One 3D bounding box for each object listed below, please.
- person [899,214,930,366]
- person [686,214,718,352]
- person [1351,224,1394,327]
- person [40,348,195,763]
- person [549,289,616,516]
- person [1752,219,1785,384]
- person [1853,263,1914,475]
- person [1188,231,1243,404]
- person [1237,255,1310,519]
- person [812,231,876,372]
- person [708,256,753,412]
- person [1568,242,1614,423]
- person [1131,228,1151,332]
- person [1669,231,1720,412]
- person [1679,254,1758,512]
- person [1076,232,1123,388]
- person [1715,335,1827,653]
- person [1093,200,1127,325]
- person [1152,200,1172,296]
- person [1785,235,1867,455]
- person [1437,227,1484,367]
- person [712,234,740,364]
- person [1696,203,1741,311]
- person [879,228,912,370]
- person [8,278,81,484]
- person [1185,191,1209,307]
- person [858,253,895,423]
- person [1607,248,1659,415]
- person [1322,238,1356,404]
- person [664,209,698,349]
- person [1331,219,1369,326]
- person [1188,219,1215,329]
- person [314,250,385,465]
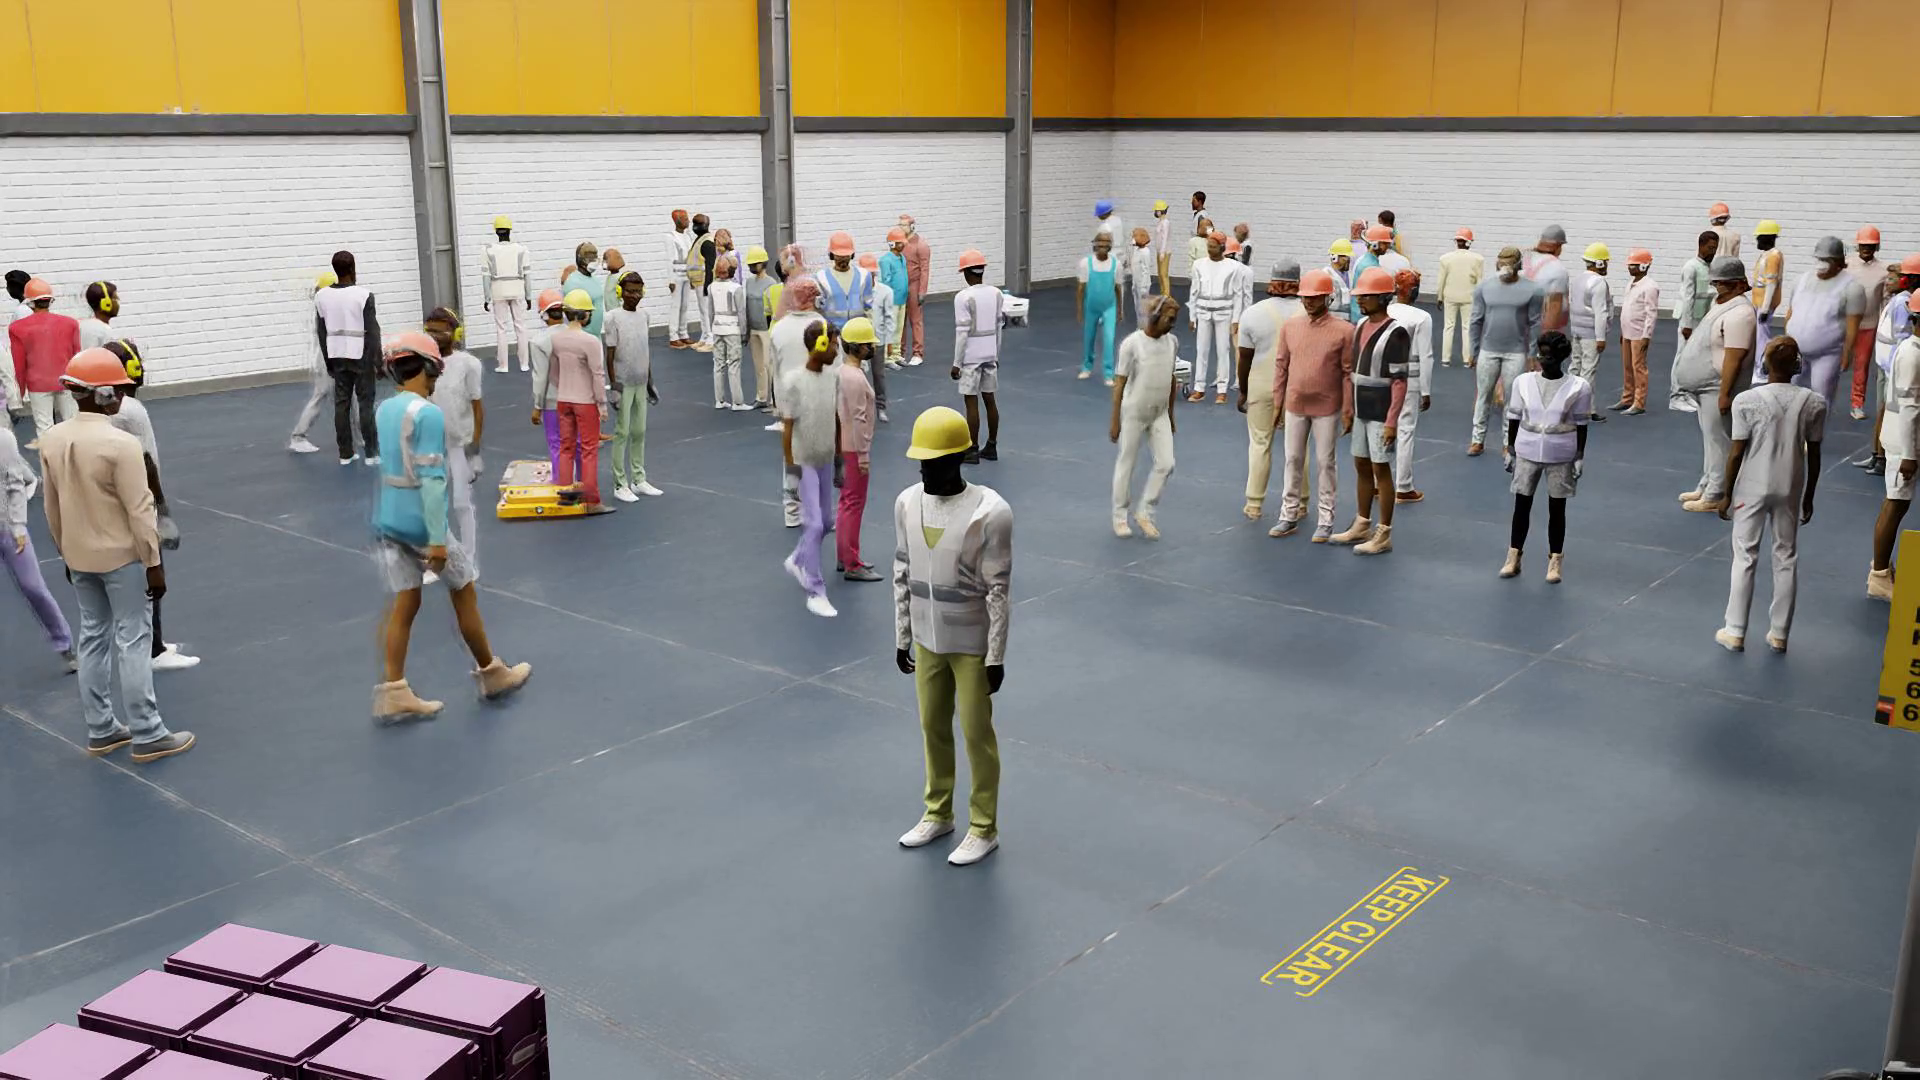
[{"bbox_3d":[-0.688,-3.173,21.118,0.641,1.912,0.410,11,18,36],"label":"person"},{"bbox_3d":[-3.467,-3.464,22.415,0.430,1.847,0.619,-5,15,-19],"label":"person"},{"bbox_3d":[4.343,-2.339,17.634,0.406,1.986,0.616,4,15,17],"label":"person"},{"bbox_3d":[-4.053,0.076,7.966,0.623,1.989,0.400,6,15,22],"label":"person"},{"bbox_3d":[-2.966,-1.072,13.018,0.531,1.765,0.327,8,16,30],"label":"person"},{"bbox_3d":[9.457,-2.798,19.589,0.376,1.926,0.587,4,15,16],"label":"person"},{"bbox_3d":[8.158,-1.483,14.496,0.372,1.843,0.570,3,14,11],"label":"person"},{"bbox_3d":[2.790,-2.435,18.218,0.575,1.885,0.359,7,15,24],"label":"person"},{"bbox_3d":[2.476,-1.182,12.896,0.688,2.000,0.536,1,14,4],"label":"person"},{"bbox_3d":[-1.106,-1.928,15.917,0.615,2.028,0.409,-5,15,-19],"label":"person"},{"bbox_3d":[-2.470,-2.190,17.737,0.514,1.642,0.310,10,17,35],"label":"person"},{"bbox_3d":[6.491,-2.134,17.115,0.403,1.837,0.588,-2,14,-8],"label":"person"},{"bbox_3d":[2.489,-3.486,22.950,0.279,1.625,0.493,-2,14,-9],"label":"person"},{"bbox_3d":[7.857,-2.345,17.808,0.399,1.913,0.590,13,19,41],"label":"person"},{"bbox_3d":[5.964,-1.245,13.148,0.535,2.000,0.679,4,15,15],"label":"person"},{"bbox_3d":[1.641,-2.732,19.607,0.551,1.802,0.857,0,14,2],"label":"person"},{"bbox_3d":[4.664,-0.256,9.598,0.508,1.841,0.332,2,14,10],"label":"person"},{"bbox_3d":[2.337,-4.259,25.512,0.706,1.897,0.389,-13,19,-42],"label":"person"},{"bbox_3d":[3.390,-4.828,28.044,0.346,1.760,0.532,-1,14,-5],"label":"person"},{"bbox_3d":[7.895,-1.792,15.335,0.536,2.000,0.703,-10,17,-35],"label":"person"},{"bbox_3d":[6.307,-3.062,20.998,0.564,1.748,0.339,5,15,19],"label":"person"},{"bbox_3d":[-2.992,-3.089,21.333,0.307,1.638,0.525,-10,17,-34],"label":"person"},{"bbox_3d":[10.039,-3.473,22.143,0.609,1.997,0.375,-2,14,-8],"label":"person"},{"bbox_3d":[-0.794,-3.017,20.803,0.326,1.753,0.572,6,15,22],"label":"person"},{"bbox_3d":[-7.701,-1.337,14.090,0.563,1.755,0.321,-12,18,-39],"label":"person"},{"bbox_3d":[4.015,-4.874,27.898,0.392,1.920,0.592,1,14,3],"label":"person"},{"bbox_3d":[-0.947,-2.056,17.006,0.560,1.741,0.361,0,14,0],"label":"person"},{"bbox_3d":[7.094,-2.190,17.510,0.343,1.749,0.573,-1,14,-3],"label":"person"},{"bbox_3d":[4.052,-2.331,17.944,0.405,1.824,0.585,12,19,41],"label":"person"},{"bbox_3d":[-3.826,-3.579,22.796,0.354,1.882,0.576,6,15,21],"label":"person"},{"bbox_3d":[4.778,-2.910,20.073,0.408,1.906,0.654,-12,18,-40],"label":"person"},{"bbox_3d":[3.655,-3.988,24.928,0.503,1.636,0.277,-3,14,-10],"label":"person"},{"bbox_3d":[-5.449,-1.622,14.899,0.592,1.922,0.392,3,14,11],"label":"person"}]
